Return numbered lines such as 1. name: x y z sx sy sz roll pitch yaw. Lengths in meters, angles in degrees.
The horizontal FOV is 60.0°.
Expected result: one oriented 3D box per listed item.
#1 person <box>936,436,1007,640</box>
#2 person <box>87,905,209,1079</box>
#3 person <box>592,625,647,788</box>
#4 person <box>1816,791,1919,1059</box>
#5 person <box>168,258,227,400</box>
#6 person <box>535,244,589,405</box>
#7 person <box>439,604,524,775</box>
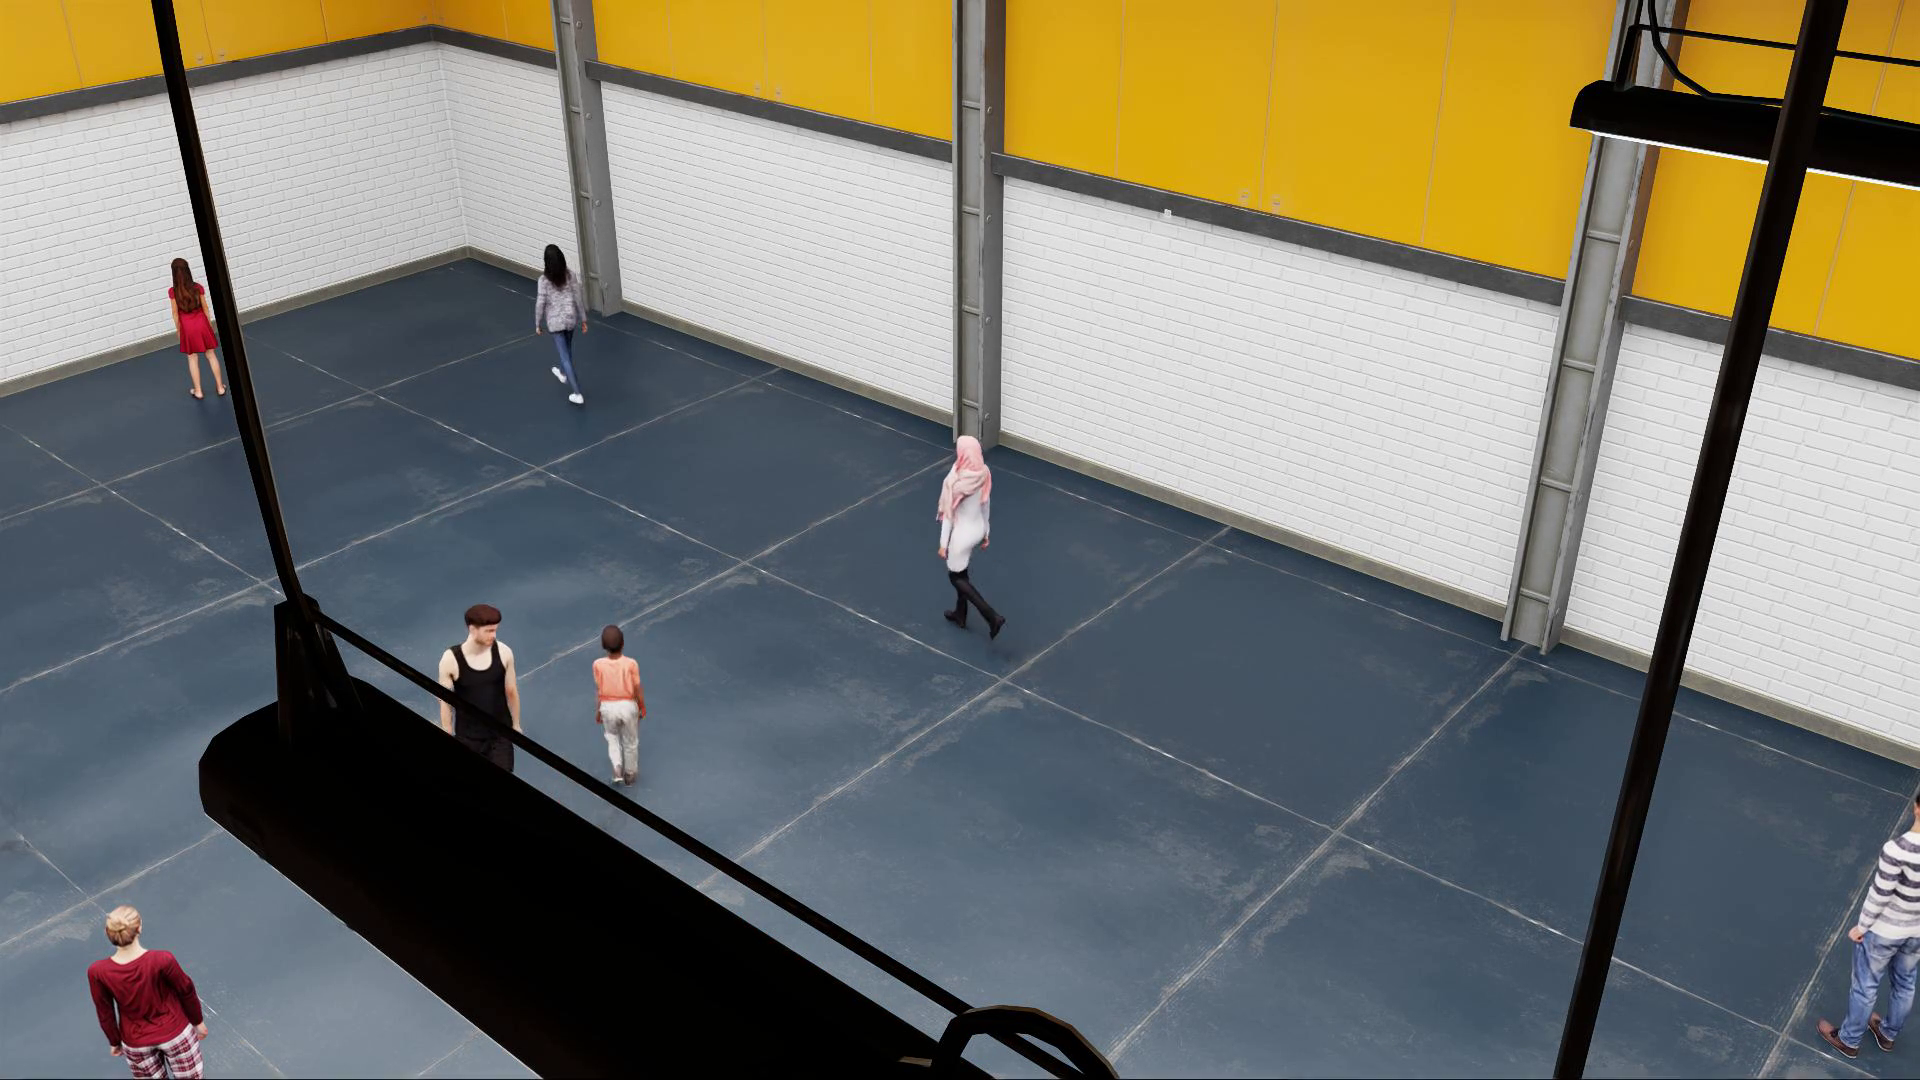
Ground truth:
1. person: 0.096 0.022 13.519 0.685 1.783 1.023 -24 37 -37
2. person: -4.287 2.612 8.860 0.695 1.699 0.691 -9 30 -16
3. person: -2.430 1.227 11.811 0.619 1.304 0.680 -1 29 -3
4. person: 5.352 2.183 9.484 0.715 1.854 0.769 -3 29 -5
5. person: -8.298 -2.305 18.029 0.643 1.550 0.697 -15 32 -26
6. person: -4.242 -2.281 17.847 0.846 1.681 1.222 -21 35 -33
7. person: -3.225 1.233 11.218 0.918 1.861 1.063 -12 31 -21
